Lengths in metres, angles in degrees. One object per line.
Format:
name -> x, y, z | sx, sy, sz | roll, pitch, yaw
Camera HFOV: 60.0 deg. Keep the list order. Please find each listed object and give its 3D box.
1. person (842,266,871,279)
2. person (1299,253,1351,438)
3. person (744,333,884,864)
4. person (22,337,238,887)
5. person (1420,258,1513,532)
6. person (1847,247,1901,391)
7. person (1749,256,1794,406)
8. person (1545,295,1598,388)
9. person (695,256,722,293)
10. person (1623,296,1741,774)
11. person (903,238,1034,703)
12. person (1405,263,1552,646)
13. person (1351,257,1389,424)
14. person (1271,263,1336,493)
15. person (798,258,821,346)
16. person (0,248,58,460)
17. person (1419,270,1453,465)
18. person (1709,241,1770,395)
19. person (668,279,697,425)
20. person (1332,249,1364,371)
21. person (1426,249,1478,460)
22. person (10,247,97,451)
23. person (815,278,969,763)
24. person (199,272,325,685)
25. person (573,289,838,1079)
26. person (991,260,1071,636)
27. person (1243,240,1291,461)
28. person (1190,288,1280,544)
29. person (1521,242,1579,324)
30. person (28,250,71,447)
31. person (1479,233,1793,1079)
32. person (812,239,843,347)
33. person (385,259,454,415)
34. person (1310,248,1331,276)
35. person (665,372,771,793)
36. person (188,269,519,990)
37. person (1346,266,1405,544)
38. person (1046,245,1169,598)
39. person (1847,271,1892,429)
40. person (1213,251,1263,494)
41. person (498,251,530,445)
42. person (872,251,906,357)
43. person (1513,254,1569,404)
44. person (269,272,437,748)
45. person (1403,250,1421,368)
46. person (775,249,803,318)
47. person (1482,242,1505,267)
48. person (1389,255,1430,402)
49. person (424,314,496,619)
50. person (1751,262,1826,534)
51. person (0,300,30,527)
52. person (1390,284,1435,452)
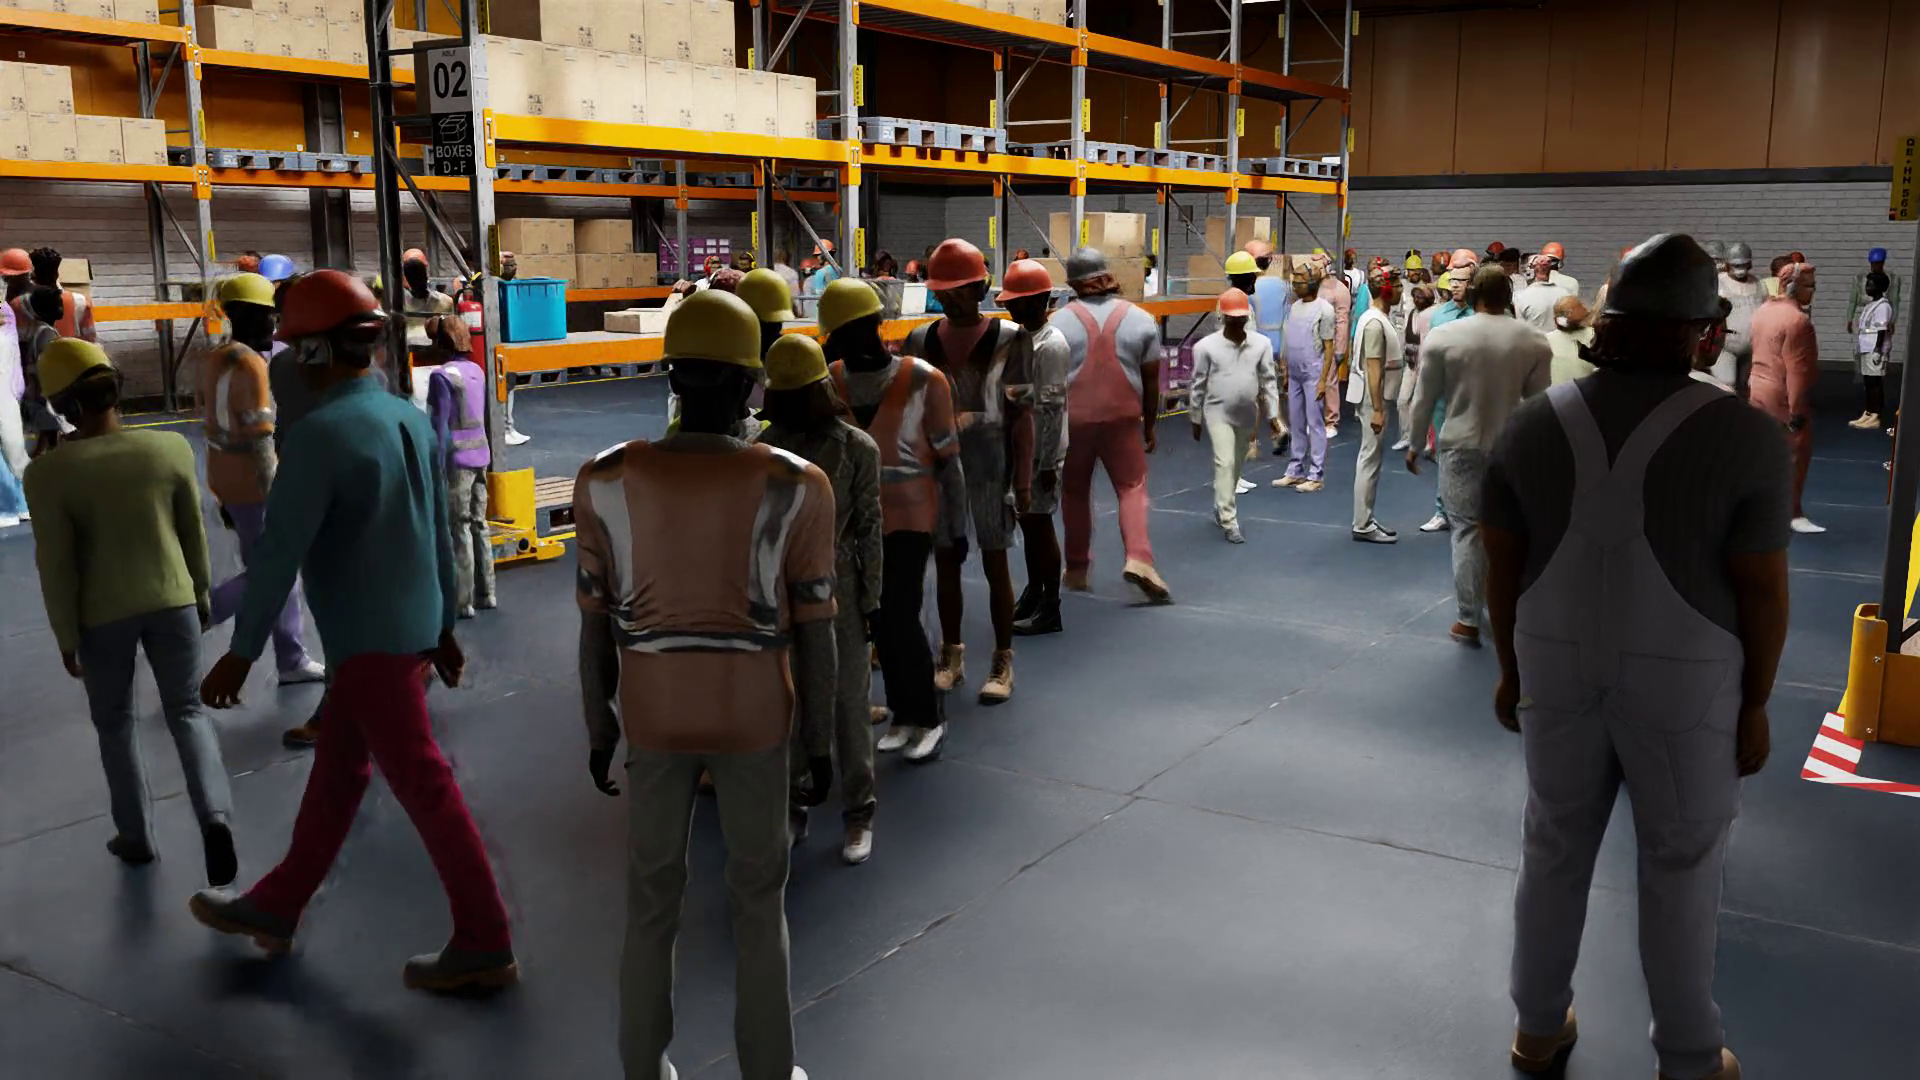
person -> -1.618, -3.604, 26.250 | 0.620, 1.805, 0.574 | 7, 12, 32
person -> 3.682, -1.981, 17.044 | 0.394, 1.892, 0.634 | -7, 13, -36
person -> -0.494, 0.194, 5.415 | 0.494, 1.730, 0.324 | 1, 10, 8
person -> -2.553, 0.239, 5.179 | 0.549, 1.726, 0.760 | -9, 14, -41
person -> 3.441, -0.967, 11.397 | 0.399, 1.900, 0.645 | -8, 13, -39
person -> 12.301, -2.977, 22.422 | 0.625, 1.929, 0.512 | 8, 13, 36
person -> 9.238, -2.286, 18.848 | 0.429, 1.841, 0.634 | -4, 11, -22
person -> 4.837, -1.128, 13.103 | 0.534, 1.592, 0.703 | 7, 12, 33
person -> -2.990, -2.464, 19.862 | 0.393, 1.836, 0.561 | 5, 11, 27
person -> 2.575, 0.022, 6.079 | 0.388, 1.837, 0.562 | -3, 11, -16
person -> 0.022, -0.296, 7.308 | 0.619, 2.029, 0.410 | 4, 11, 20
person -> 2.639, -0.459, 8.567 | 0.646, 1.899, 0.938 | 0, 10, 2
person -> 4.517, -2.192, 18.331 | 0.390, 1.840, 0.565 | 0, 10, 0
person -> 2.784, -1.299, 13.390 | 0.343, 1.839, 0.506 | -5, 12, -28
person -> -2.366, -3.579, 26.307 | 0.584, 1.732, 0.579 | 2, 11, 13
person -> -8.409, -1.632, 14.964 | 0.781, 1.953, 0.403 | 10, 14, 44
person -> 4.399, -1.565, 15.094 | 0.551, 1.751, 0.433 | -3, 11, -14
person -> 7.499, -1.866, 15.970 | 0.700, 2.000, 0.865 | -2, 10, -11
person -> -2.729, -1.741, 16.392 | 0.310, 1.640, 0.514 | 2, 10, 11
person -> 5.975, -3.541, 25.686 | 0.581, 1.882, 0.339 | -4, 11, -21
person -> 4.530, -1.656, 15.088 | 0.360, 1.939, 0.543 | -5, 11, -24
person -> -7.091, -1.305, 13.065 | 0.607, 1.966, 0.367 | -9, 14, -42
person -> -0.297, -0.069, 6.445 | 0.601, 1.879, 0.600 | 5, 11, 24
person -> -3.226, -0.239, 7.400 | 0.758, 1.882, 0.601 | -6, 12, -30
person -> -0.562, 0.400, 3.775 | 0.585, 1.915, 0.393 | 0, 10, 1
person -> 0.362, -0.466, 8.551 | 0.387, 1.926, 0.549 | -3, 11, -16
person -> 2.739, -1.713, 15.158 | 0.611, 2.024, 0.543 | -6, 12, -31
person -> 1.854, -0.873, 11.403 | 0.556, 1.711, 0.868 | -3, 11, -14
person -> 6.279, -2.165, 17.756 | 0.608, 1.995, 0.377 | 4, 11, 22
person -> -8.291, -1.671, 15.173 | 0.369, 1.938, 0.630 | -8, 13, -38
person -> 1.604, 0.305, 3.941 | 0.678, 2.000, 0.536 | 9, 14, 42
person -> -1.733, -2.908, 21.789 | 0.405, 2.032, 0.610 | 6, 12, 30
person -> -4.440, -1.393, 13.843 | 0.860, 1.862, 0.590 | 10, 14, 43
person -> 5.417, -3.493, 25.373 | 0.406, 1.899, 0.596 | 9, 14, 42
person -> -0.840, 0.074, 6.170 | 0.529, 1.697, 0.321 | -7, 12, -34
person -> -1.684, 0.259, 4.477 | 1.030, 1.933, 0.627 | 0, 10, 3
person -> 2.789, -0.908, 11.192 | 0.376, 1.846, 0.569 | 3, 11, 15
person -> 0.800, -0.696, 9.487 | 0.699, 2.000, 0.822 | 0, 10, -2
person -> 9.823, -2.036, 17.885 | 0.318, 1.690, 0.528 | 2, 11, 13
person -> 2.226, -1.342, 13.372 | 0.361, 1.928, 0.594 | 4, 11, 22
person -> -4.506, -1.909, 16.575 | 0.404, 1.911, 0.636 | -1, 10, -3
person -> -0.791, -2.098, 17.633 | 0.597, 1.909, 0.405 | -9, 14, -41
person -> 4.945, -1.501, 14.343 | 0.644, 1.900, 0.399 | -4, 11, -21
person -> -2.482, -0.145, 6.831 | 0.657, 1.904, 0.773 | 7, 12, 34
person -> 6.951, -3.521, 25.599 | 0.328, 1.877, 0.512 | 3, 11, 16
person -> -2.760, -3.601, 26.032 | 0.643, 1.877, 1.027 | 6, 12, 30
person -> 8.300, -3.647, 25.968 | 0.396, 1.992, 0.623 | -2, 11, -13
person -> 5.641, -2.644, 20.855 | 0.586, 1.835, 0.404 | -2, 10, -11
person -> -2.691, -0.396, 8.966 | 0.313, 1.631, 0.523 | 1, 10, 8
person -> 5.646, -0.966, 11.472 | 0.664, 1.870, 0.720 | 0, 10, -2
person -> -6.840, -1.041, 11.741 | 0.405, 1.918, 0.589 | -1, 10, -8
person -> 4.385, -1.630, 15.835 | 0.592, 1.604, 0.530 | -7, 12, -34
